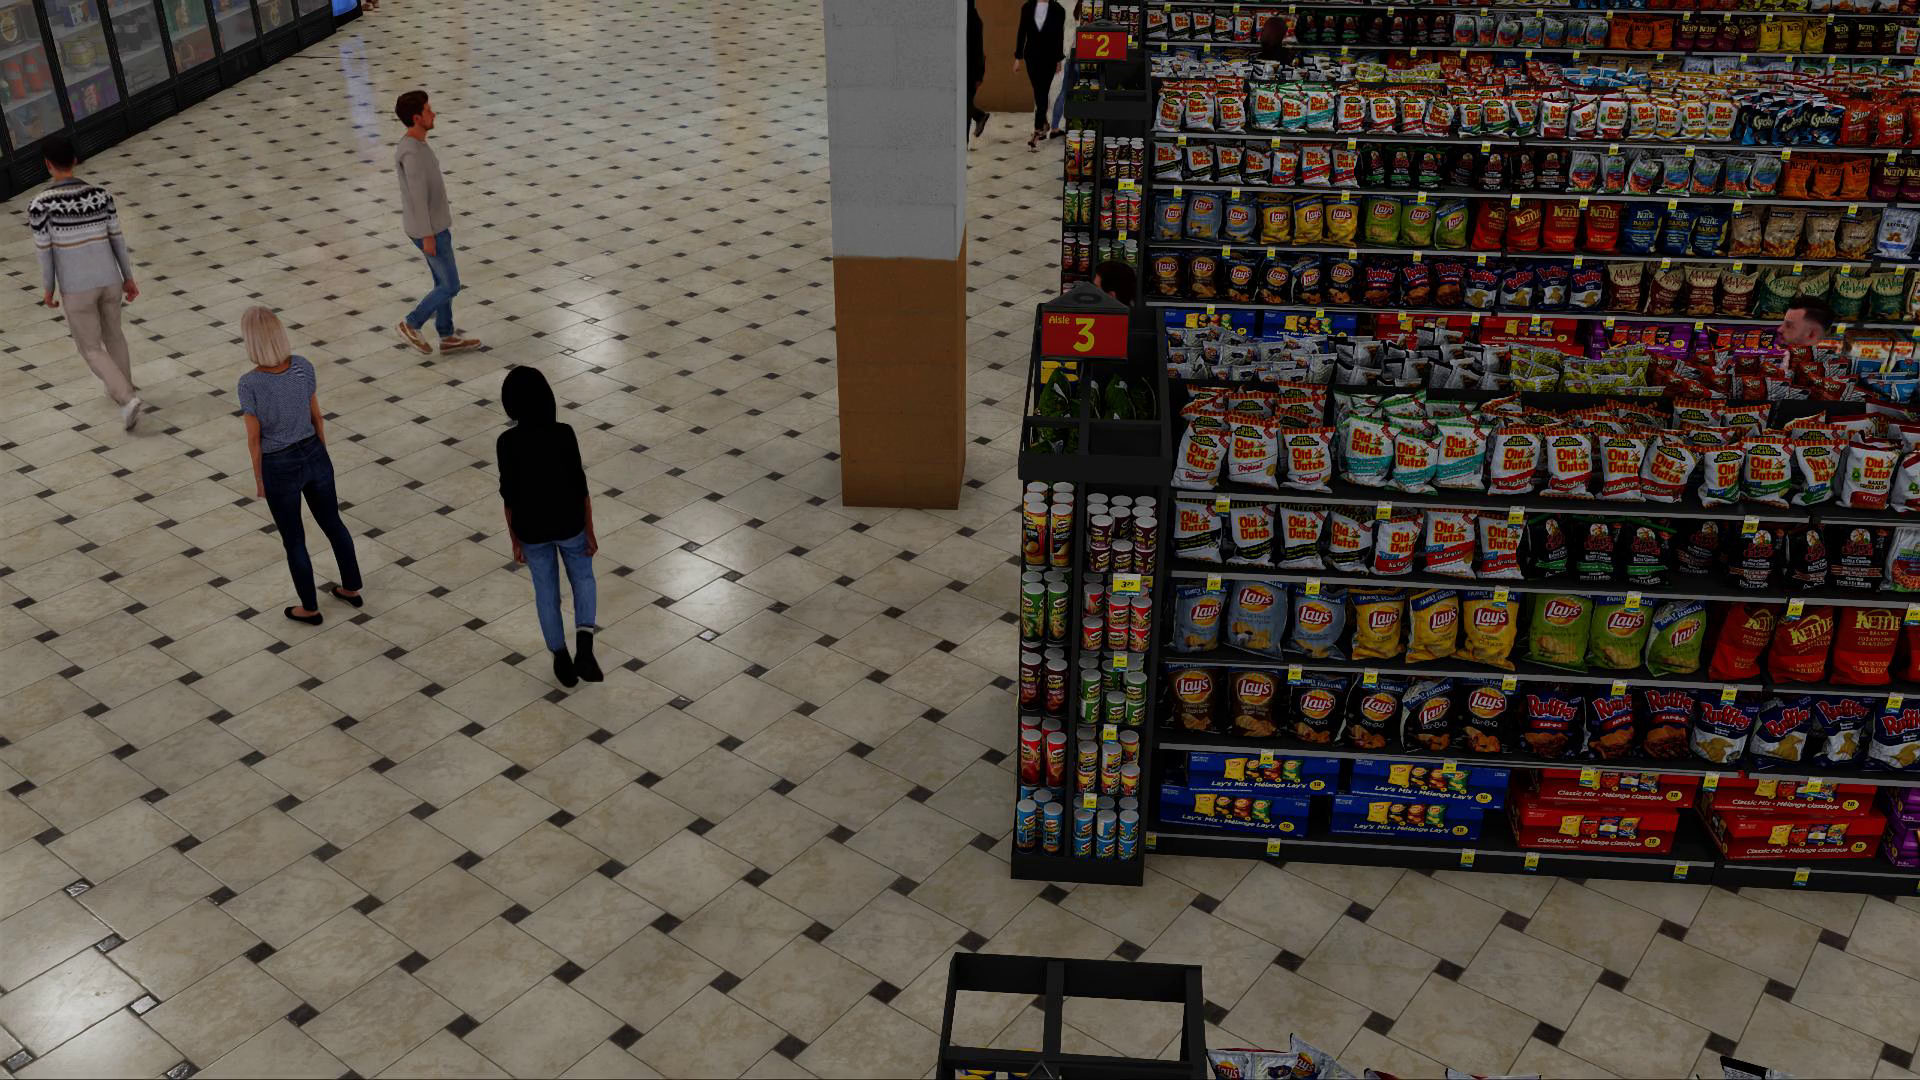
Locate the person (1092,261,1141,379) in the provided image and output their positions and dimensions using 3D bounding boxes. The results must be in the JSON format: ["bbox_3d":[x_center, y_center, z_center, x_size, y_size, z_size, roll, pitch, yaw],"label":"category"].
[{"bbox_3d":[0.811,-0.574,8.726,0.584,1.849,0.692,7,29,12],"label":"person"}]

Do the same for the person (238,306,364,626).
[{"bbox_3d":[-3.394,-0.378,8.504,0.671,1.719,0.643,21,35,33],"label":"person"}]

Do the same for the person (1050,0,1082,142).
[{"bbox_3d":[1.163,-4.811,16.676,0.917,1.667,0.778,-9,30,-16],"label":"person"}]

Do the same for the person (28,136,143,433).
[{"bbox_3d":[-5.546,-1.632,10.660,1.187,1.852,1.012,19,34,31],"label":"person"}]

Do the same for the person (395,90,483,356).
[{"bbox_3d":[-3.774,-2.152,11.575,0.902,1.889,0.813,-7,29,-12],"label":"person"}]

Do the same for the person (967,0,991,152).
[{"bbox_3d":[0.103,-4.651,16.456,0.961,1.597,0.993,25,37,38],"label":"person"}]

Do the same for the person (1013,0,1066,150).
[{"bbox_3d":[0.834,-4.785,16.632,1.036,1.665,0.857,10,30,18],"label":"person"}]

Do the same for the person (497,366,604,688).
[{"bbox_3d":[-1.909,0.010,7.828,0.747,1.684,0.758,-7,29,-12],"label":"person"}]

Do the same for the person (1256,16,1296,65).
[{"bbox_3d":[2.733,-3.498,14.144,1.195,1.789,0.832,7,29,12],"label":"person"}]

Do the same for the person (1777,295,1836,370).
[{"bbox_3d":[4.218,-0.327,8.332,1.152,1.793,0.766,-1,29,-3],"label":"person"}]
